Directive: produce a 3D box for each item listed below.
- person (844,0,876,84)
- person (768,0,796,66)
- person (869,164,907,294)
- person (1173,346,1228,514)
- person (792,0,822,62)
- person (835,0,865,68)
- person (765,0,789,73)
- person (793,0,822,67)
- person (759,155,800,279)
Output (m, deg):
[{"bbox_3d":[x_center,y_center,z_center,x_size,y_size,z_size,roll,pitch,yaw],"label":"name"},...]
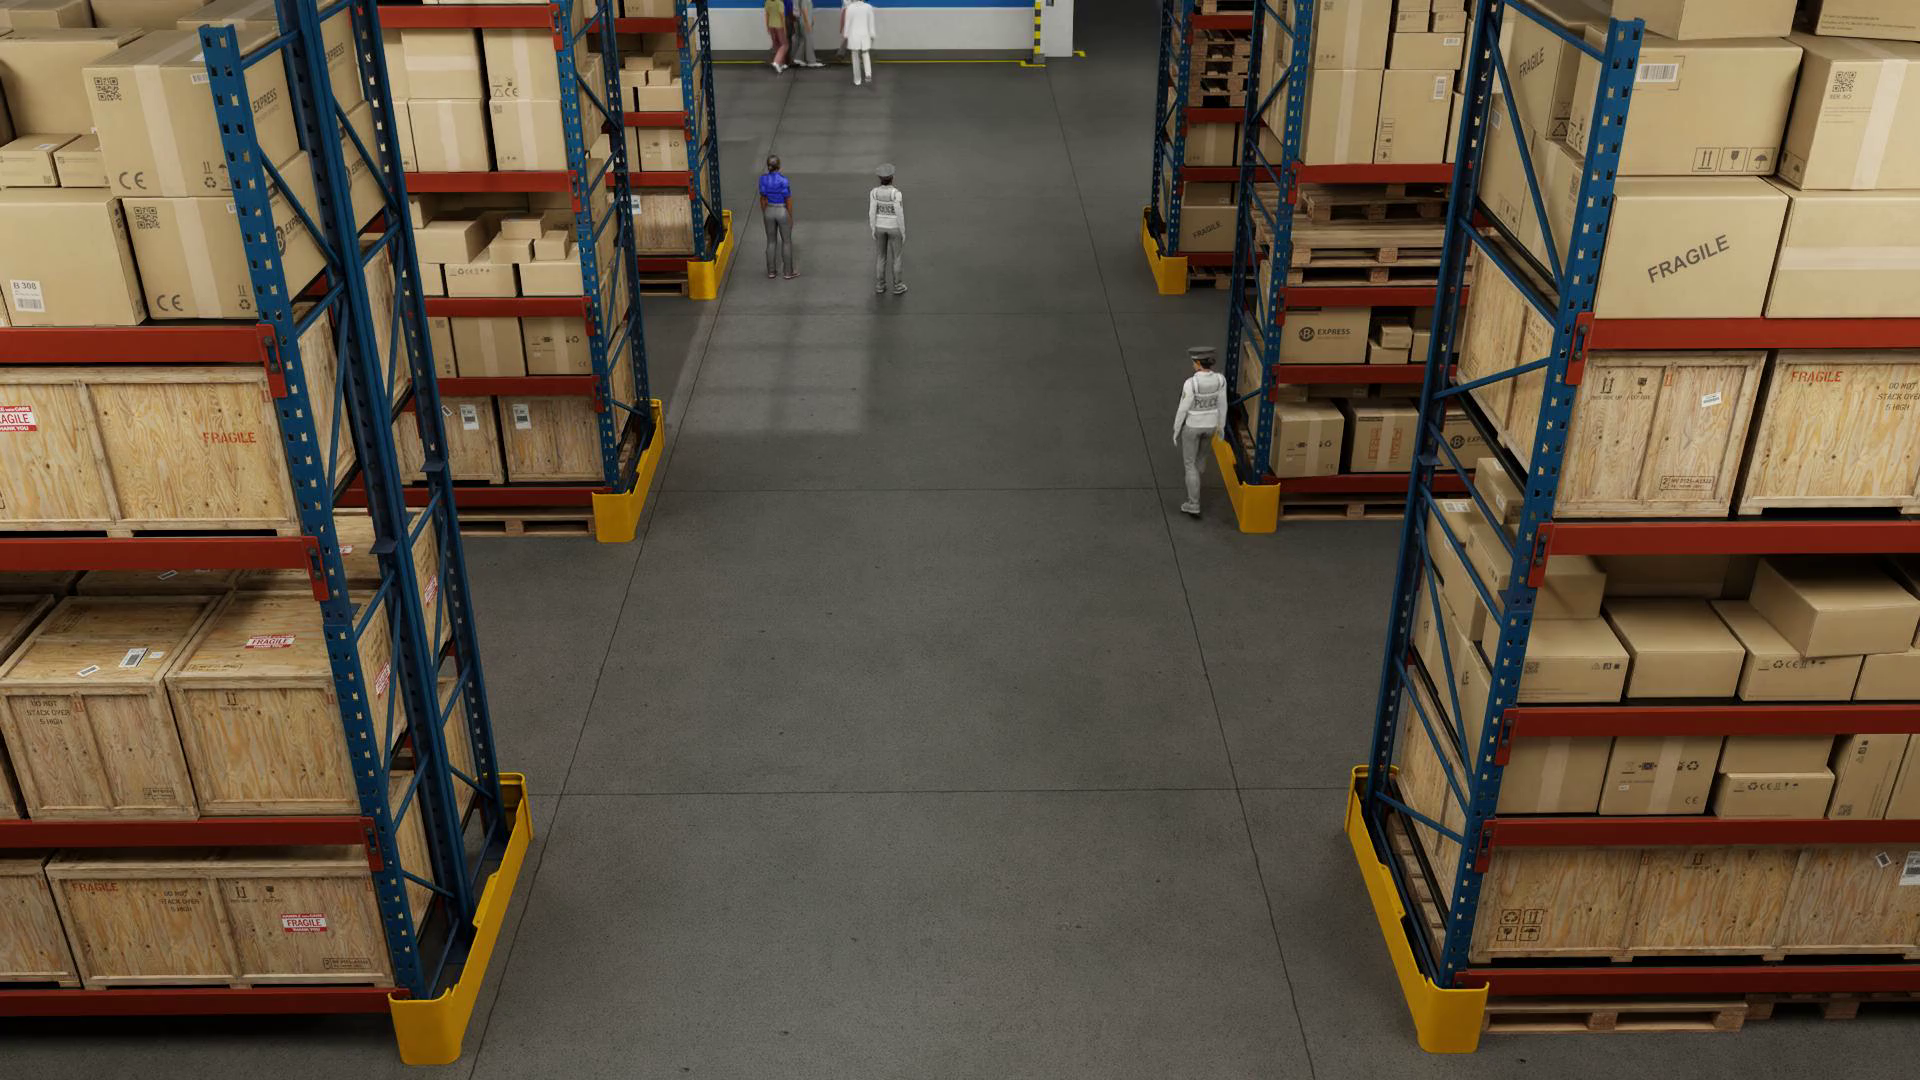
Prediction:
[{"bbox_3d":[-1.929,-9.616,31.753,0.603,1.785,0.512,-8,29,-14],"label":"person"},{"bbox_3d":[-3.543,-10.266,33.121,0.505,1.654,0.623,11,30,20],"label":"person"},{"bbox_3d":[-0.920,-4.010,21.446,0.467,1.690,0.374,8,29,14],"label":"person"},{"bbox_3d":[2.276,-1.106,16.066,0.523,1.659,0.727,-8,29,-15],"label":"person"},{"bbox_3d":[-3.159,-10.541,33.479,0.653,1.769,0.424,25,37,38],"label":"person"},{"bbox_3d":[-2.201,-10.372,33.240,0.806,1.738,0.647,11,30,19],"label":"person"},{"bbox_3d":[-3.587,-10.072,32.727,0.443,1.666,0.699,14,31,24],"label":"person"},{"bbox_3d":[-3.065,-10.276,33.124,0.575,1.684,0.457,-4,29,-8],"label":"person"},{"bbox_3d":[-2.402,-4.282,21.989,0.434,1.661,0.345,7,29,13],"label":"person"}]
